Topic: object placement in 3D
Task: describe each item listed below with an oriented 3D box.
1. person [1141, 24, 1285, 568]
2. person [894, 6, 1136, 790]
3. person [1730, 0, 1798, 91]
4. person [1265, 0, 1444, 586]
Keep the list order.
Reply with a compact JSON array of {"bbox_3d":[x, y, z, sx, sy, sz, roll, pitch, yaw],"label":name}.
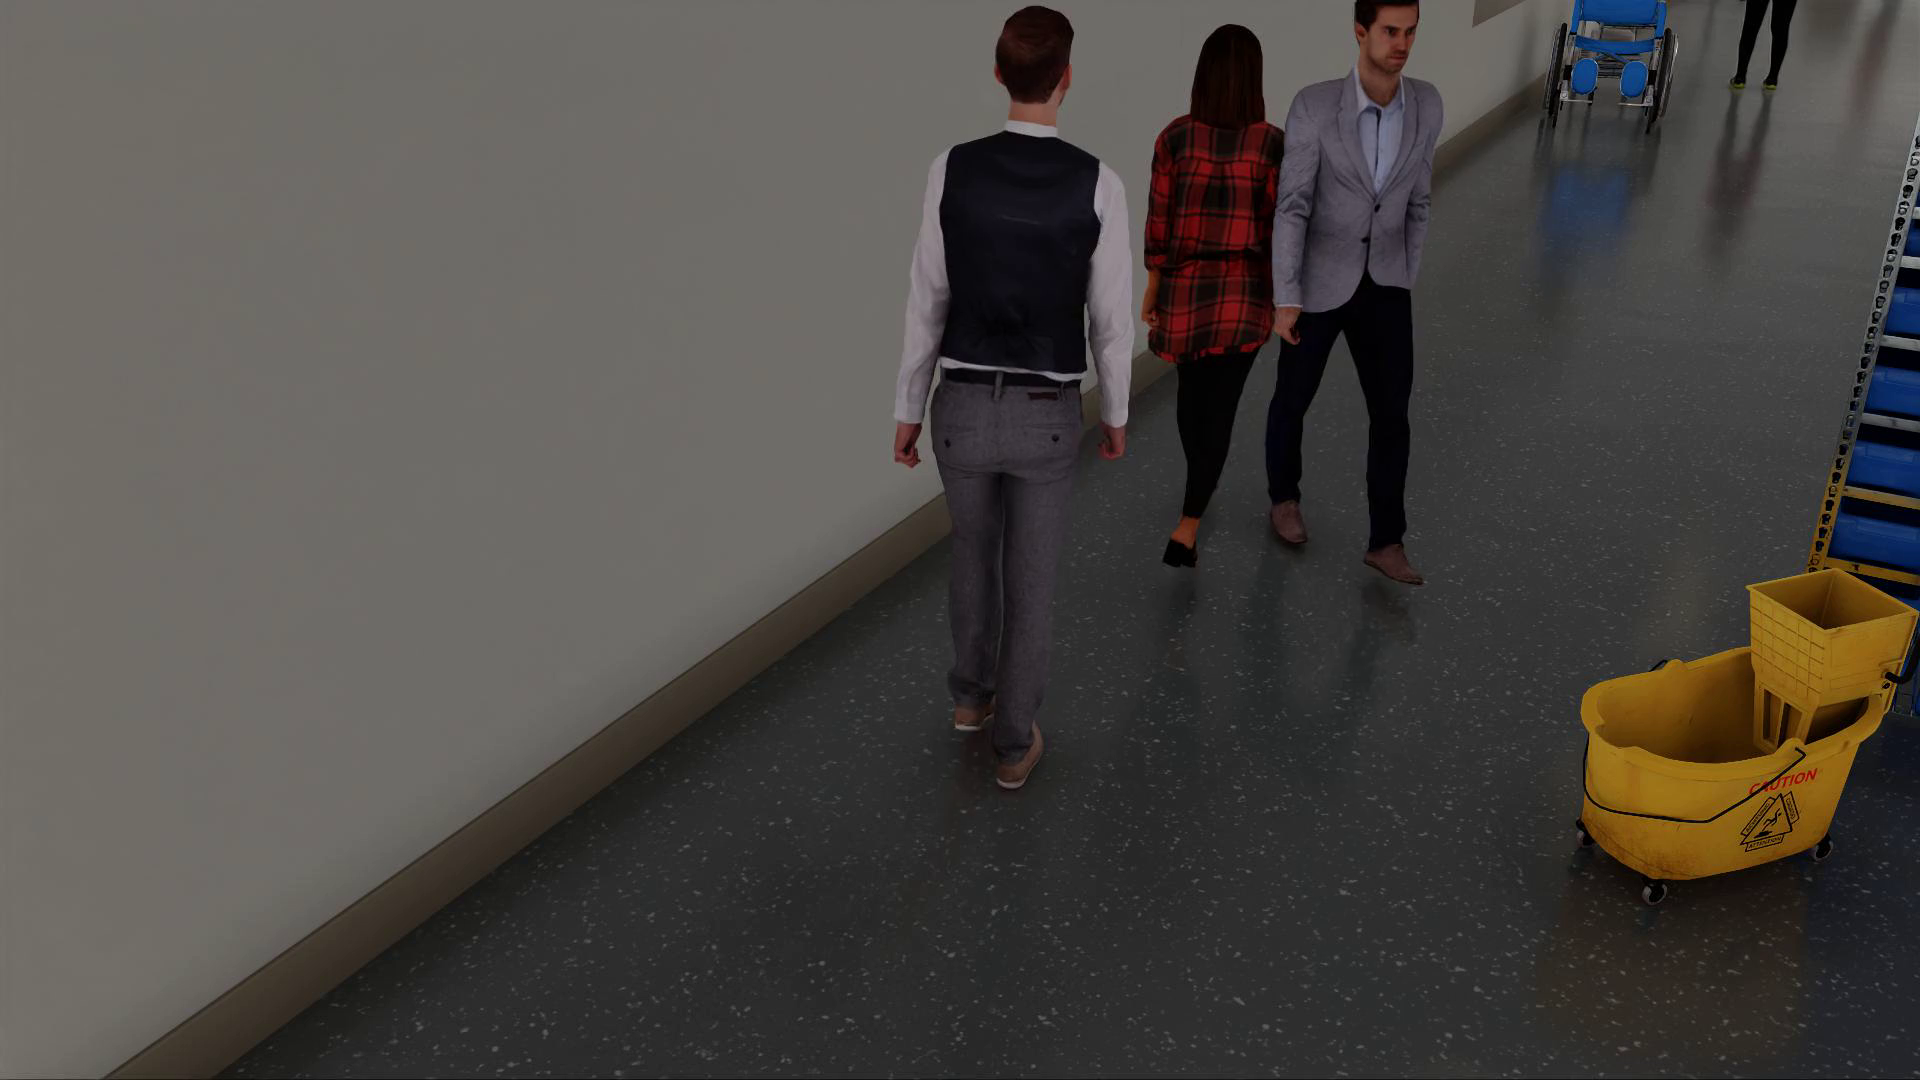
[{"bbox_3d":[0.775,-0.699,5.195,1.082,1.664,0.791,10,27,20],"label":"person"},{"bbox_3d":[0.097,-0.265,4.001,0.697,1.918,0.862,7,27,14],"label":"person"},{"bbox_3d":[6.217,-4.244,12.677,0.480,1.551,0.612,10,27,19],"label":"person"},{"bbox_3d":[1.183,-0.830,5.288,1.067,1.818,1.086,-2,26,-5],"label":"person"}]
